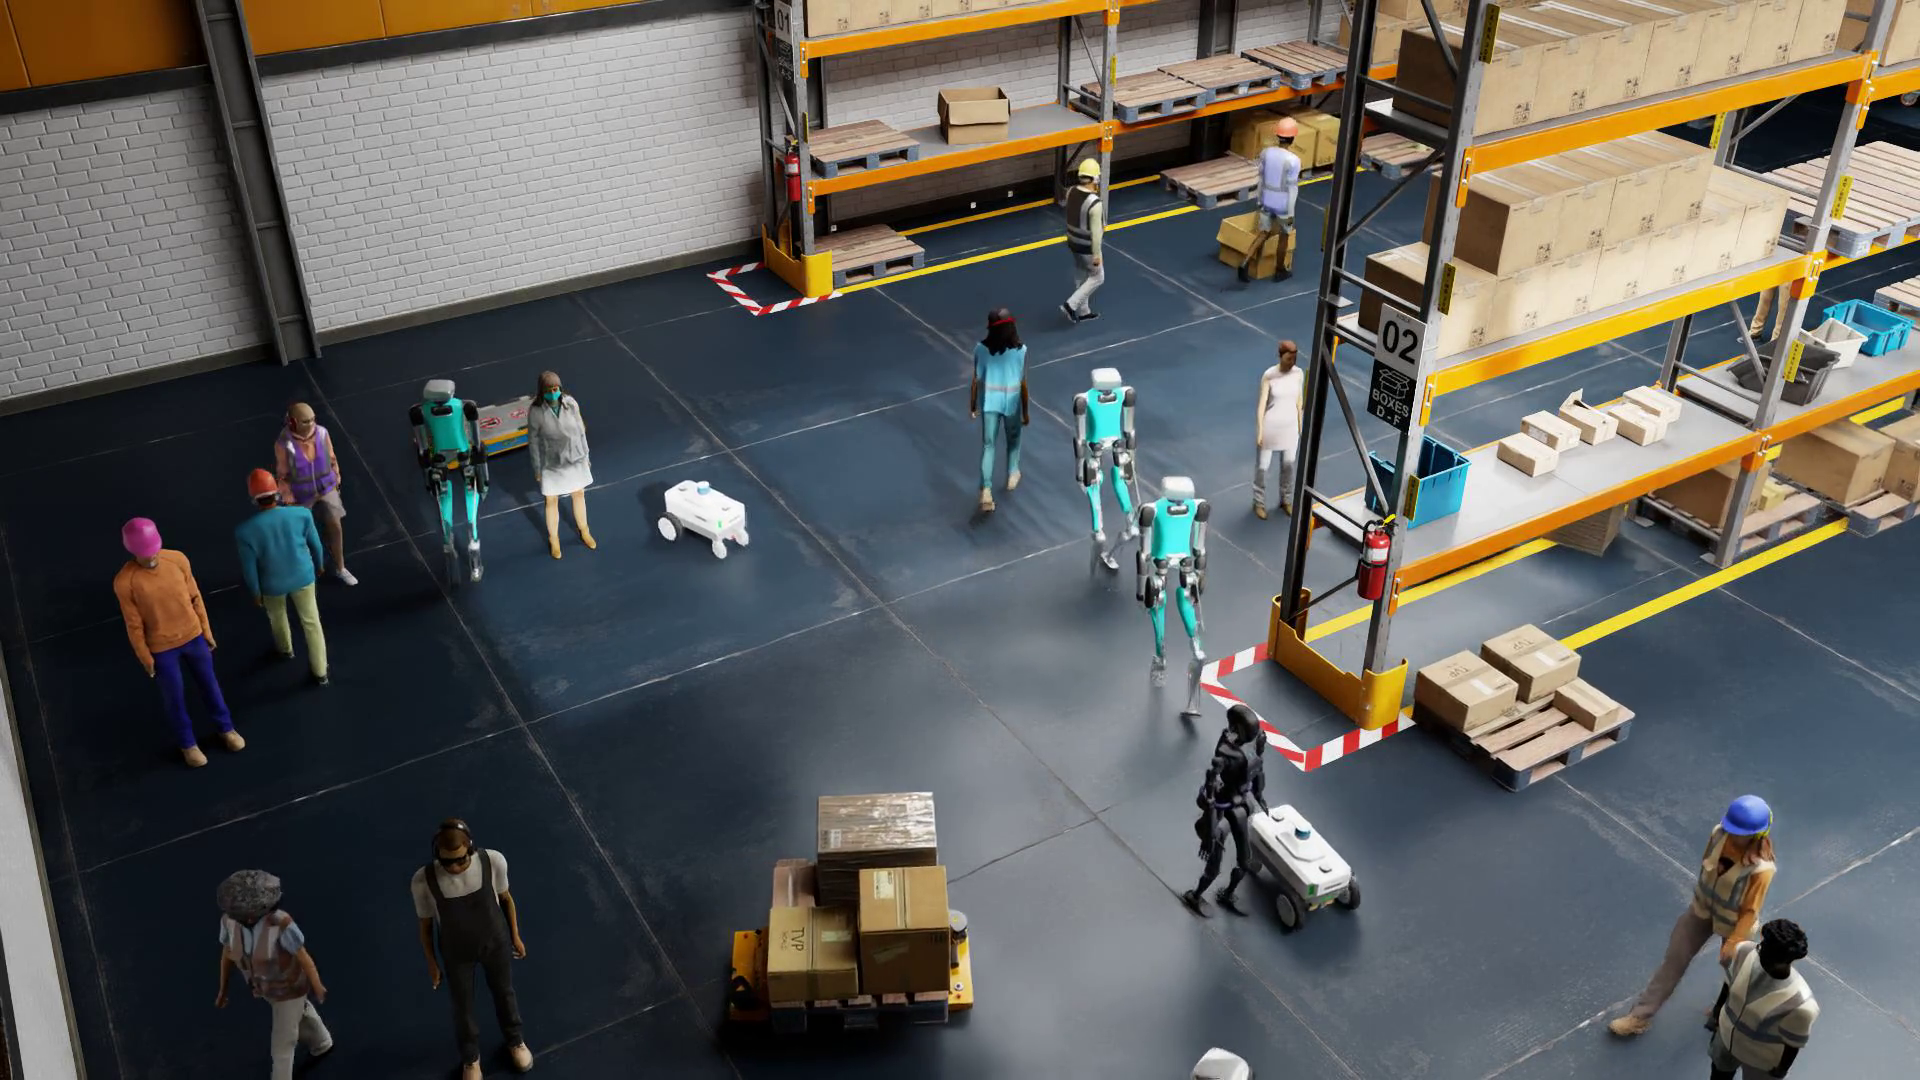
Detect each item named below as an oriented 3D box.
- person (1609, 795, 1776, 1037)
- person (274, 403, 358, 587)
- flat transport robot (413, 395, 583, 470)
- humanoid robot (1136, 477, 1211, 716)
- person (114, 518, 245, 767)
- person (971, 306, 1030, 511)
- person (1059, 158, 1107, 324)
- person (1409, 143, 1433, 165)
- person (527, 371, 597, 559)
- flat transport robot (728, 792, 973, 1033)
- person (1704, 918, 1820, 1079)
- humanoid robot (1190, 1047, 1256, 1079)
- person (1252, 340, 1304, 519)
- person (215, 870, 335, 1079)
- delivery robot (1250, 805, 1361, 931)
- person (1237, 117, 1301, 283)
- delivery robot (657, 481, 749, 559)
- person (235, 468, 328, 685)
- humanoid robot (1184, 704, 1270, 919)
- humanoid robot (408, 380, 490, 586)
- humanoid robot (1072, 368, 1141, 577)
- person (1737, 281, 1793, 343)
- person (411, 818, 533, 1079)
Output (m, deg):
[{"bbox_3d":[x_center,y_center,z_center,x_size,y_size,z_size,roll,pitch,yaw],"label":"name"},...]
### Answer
[{"bbox_3d":[4.255,2.114,9.336,0.920,1.727,0.467,-14,35,-21],"label":"person"},{"bbox_3d":[-5.259,-0.414,13.432,0.509,1.657,0.626,-22,38,-31],"label":"person"},{"bbox_3d":[-4.370,-1.037,15.737,1.431,0.231,0.659,-20,37,-29],"label":"flat transport robot"},{"bbox_3d":[1.600,0.519,11.928,0.540,1.775,0.994,-7,33,-11],"label":"humanoid robot"},{"bbox_3d":[-5.388,0.686,11.393,0.404,1.974,0.515,27,41,36],"label":"person"},{"bbox_3d":[0.345,-1.147,14.447,0.527,1.834,0.887,5,32,8],"label":"person"},{"bbox_3d":[1.298,-3.135,17.644,0.506,1.800,0.592,-17,36,-25],"label":"person"},{"bbox_3d":[6.214,-5.817,21.890,0.571,1.834,0.430,-24,39,-33],"label":"person"},{"bbox_3d":[-3.300,-0.627,13.771,0.495,1.659,0.335,-17,36,-26],"label":"person"},{"bbox_3d":[-0.655,2.555,10.010,1.431,0.231,0.659,-2,32,-3],"label":"flat transport robot"},{"bbox_3d":[4.085,2.601,8.599,0.319,1.691,0.535,-11,34,-17],"label":"person"},{"bbox_3d":[0.929,3.027,7.887,0.777,1.778,0.588,18,36,26],"label":"humanoid robot"},{"bbox_3d":[2.736,-0.951,14.296,0.463,1.655,0.314,-8,33,-12],"label":"person"},{"bbox_3d":[-3.734,2.428,8.902,0.505,1.648,0.780,13,34,19],"label":"person"},{"bbox_3d":[2.157,2.049,10.552,0.499,0.600,0.802,-14,35,-21],"label":"delivery robot"},{"bbox_3d":[3.485,-3.737,18.498,0.764,1.918,0.551,-25,40,-34],"label":"person"},{"bbox_3d":[-2.186,-0.224,14.175,0.777,0.598,0.499,23,39,32],"label":"delivery robot"},{"bbox_3d":[-5.028,0.219,12.364,0.581,1.717,0.817,-18,36,-26],"label":"person"},{"bbox_3d":[1.646,1.641,10.145,0.603,1.647,0.437,-28,41,-37],"label":"humanoid robot"},{"bbox_3d":[-4.035,-0.338,13.295,0.545,1.851,0.681,-5,32,-7],"label":"humanoid robot"},{"bbox_3d":[1.231,-0.419,13.475,0.541,1.892,0.733,-9,33,-13],"label":"humanoid robot"},{"bbox_3d":[8.481,-2.793,17.137,0.319,1.755,0.562,-17,36,-25],"label":"person"},{"bbox_3d":[-2.644,2.225,9.055,0.512,1.842,0.325,-15,35,-22],"label":"person"}]
